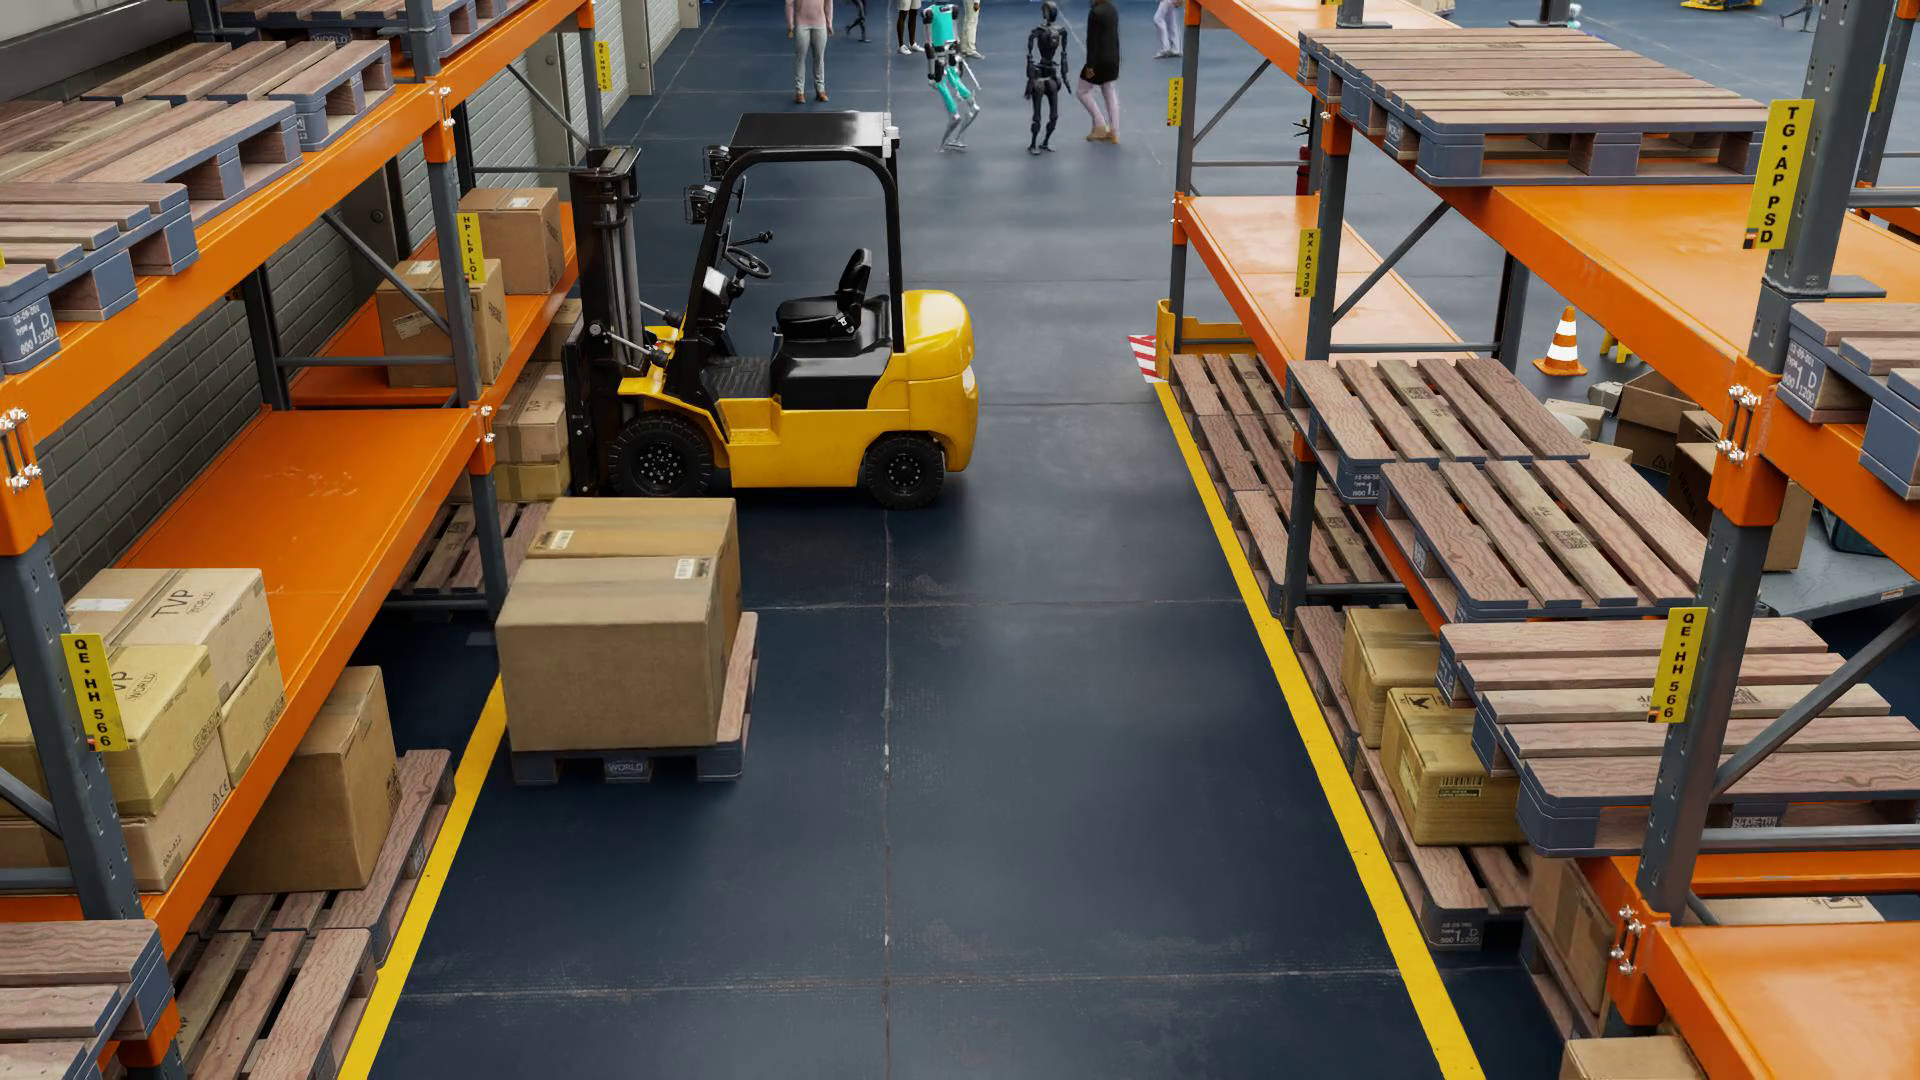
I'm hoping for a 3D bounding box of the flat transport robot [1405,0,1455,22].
[{"bbox_3d":[7.150,-8.268,26.812,0.659,0.231,1.431,22,33,39],"label":"flat transport robot"}]

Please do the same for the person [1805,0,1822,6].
[{"bbox_3d":[15.503,-10.545,29.735,0.549,1.891,0.386,21,33,38],"label":"person"}]

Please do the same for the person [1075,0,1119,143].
[{"bbox_3d":[1.607,-5.443,19.003,0.503,1.826,0.660,15,29,29],"label":"person"}]

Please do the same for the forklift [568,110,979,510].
[{"bbox_3d":[-1.043,-1.379,9.976,2.313,2.155,1.214,-1,25,-2],"label":"forklift"}]

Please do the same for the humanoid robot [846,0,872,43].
[{"bbox_3d":[-1.614,-8.649,25.993,0.652,1.628,0.613,21,32,37],"label":"humanoid robot"}]

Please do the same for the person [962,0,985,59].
[{"bbox_3d":[0.209,-8.007,24.533,0.350,1.744,0.566,-6,26,-12],"label":"person"}]

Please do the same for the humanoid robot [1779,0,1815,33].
[{"bbox_3d":[13.681,-9.074,26.885,0.598,1.632,0.586,15,29,28],"label":"humanoid robot"}]

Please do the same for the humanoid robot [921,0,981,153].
[{"bbox_3d":[-0.046,-5.204,18.628,0.688,1.813,0.541,21,33,37],"label":"humanoid robot"}]

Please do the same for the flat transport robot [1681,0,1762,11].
[{"bbox_3d":[13.616,-9.639,29.716,1.431,0.231,0.659,-16,30,-30],"label":"flat transport robot"}]

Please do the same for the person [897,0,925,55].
[{"bbox_3d":[-0.759,-8.272,24.912,0.376,1.901,0.540,20,32,36],"label":"person"}]

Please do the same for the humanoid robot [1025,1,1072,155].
[{"bbox_3d":[0.972,-5.162,18.589,0.597,1.656,0.318,-16,30,-31],"label":"humanoid robot"}]

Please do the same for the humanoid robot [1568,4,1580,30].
[{"bbox_3d":[6.127,-4.896,17.977,1.001,1.758,0.534,9,27,19],"label":"humanoid robot"}]

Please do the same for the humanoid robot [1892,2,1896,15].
[{"bbox_3d":[16.183,-9.908,28.673,0.615,1.632,0.694,10,27,21],"label":"humanoid robot"}]

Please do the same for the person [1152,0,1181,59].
[{"bbox_3d":[3.028,-8.007,24.442,0.607,1.825,0.583,-1,25,-3],"label":"person"}]

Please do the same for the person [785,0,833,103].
[{"bbox_3d":[-1.920,-6.609,21.352,0.627,1.934,0.374,-8,26,-16],"label":"person"}]

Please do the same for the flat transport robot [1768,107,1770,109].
[{"bbox_3d":[8.195,-3.967,17.705,1.431,0.231,0.659,-4,26,-8],"label":"flat transport robot"}]
